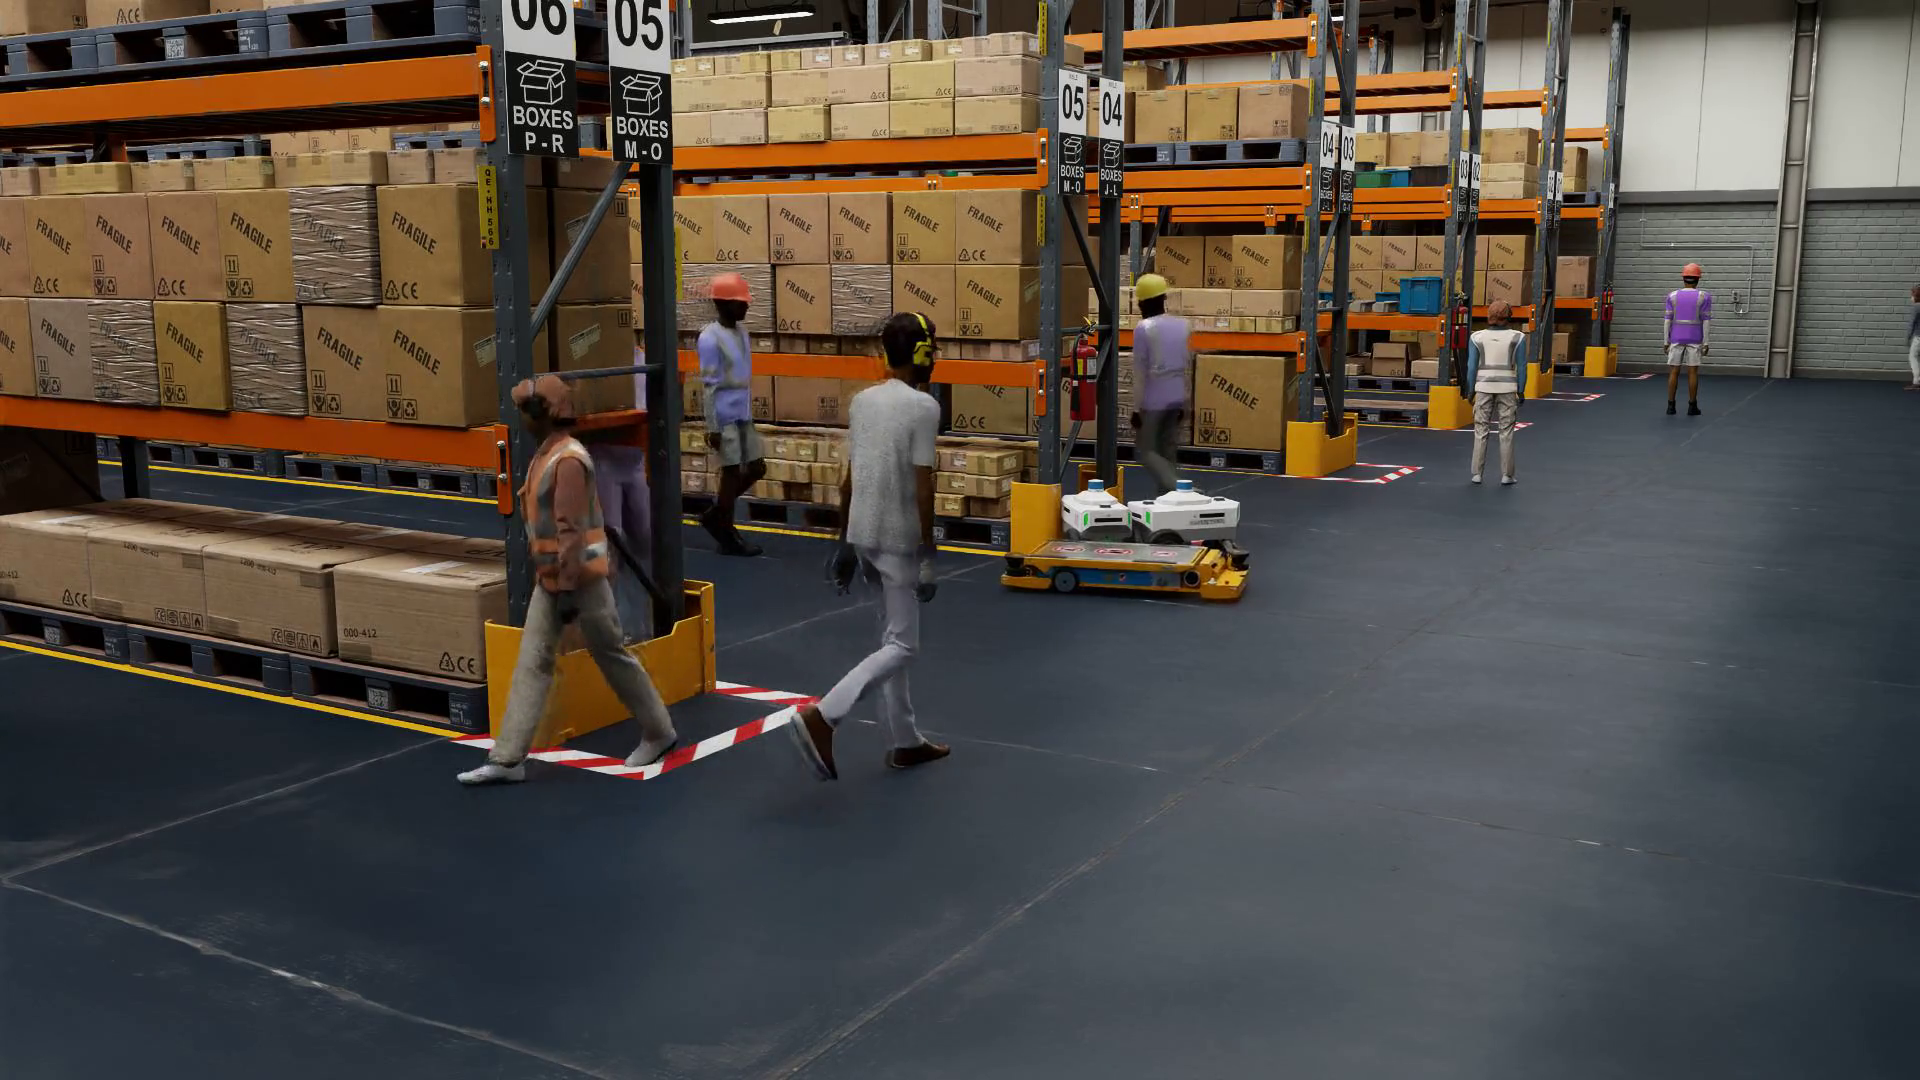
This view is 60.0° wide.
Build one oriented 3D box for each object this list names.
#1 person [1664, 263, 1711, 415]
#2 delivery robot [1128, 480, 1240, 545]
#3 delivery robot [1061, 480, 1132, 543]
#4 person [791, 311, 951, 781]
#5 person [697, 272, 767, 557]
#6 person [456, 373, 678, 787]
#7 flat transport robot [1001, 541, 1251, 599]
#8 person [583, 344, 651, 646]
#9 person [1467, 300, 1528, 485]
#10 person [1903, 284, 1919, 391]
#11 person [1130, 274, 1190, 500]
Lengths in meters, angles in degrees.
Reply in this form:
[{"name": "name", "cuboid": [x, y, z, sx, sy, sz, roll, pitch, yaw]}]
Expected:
[{"name": "person", "cuboid": [9.310, -2.563, 21.296, 0.552, 1.933, 0.372, 6, 12, 33]}, {"name": "delivery robot", "cuboid": [1.474, -0.152, 10.944, 0.707, 0.478, 0.477, -3, 10, -19]}, {"name": "delivery robot", "cuboid": [0.893, -0.155, 10.964, 0.477, 0.478, 0.707, -1, 10, -9]}, {"name": "person", "cuboid": [-0.336, 0.040, 6.400, 0.746, 1.831, 0.537, -9, 13, -42]}, {"name": "person", "cuboid": [-1.556, -0.837, 11.220, 0.445, 1.923, 0.580, 4, 10, 22]}, {"name": "person", "cuboid": [-1.503, 0.149, 6.453, 0.874, 1.586, 0.543, -6, 11, -30]}, {"name": "flat transport robot", "cuboid": [1.024, 0.167, 10.182, 1.431, 0.197, 0.652, 3, 10, 16]}, {"name": "person", "cuboid": [-1.840, -0.376, 8.638, 0.517, 1.893, 0.649, 6, 11, 31]}, {"name": "person", "cuboid": [4.765, -1.302, 14.778, 0.511, 1.641, 0.307, 4, 11, 23]}, {"name": "person", "cuboid": [14.603, -3.066, 25.207, 0.608, 1.611, 0.309, -3, 10, -16]}, {"name": "person", "cuboid": [1.542, -1.052, 12.562, 0.606, 1.901, 0.552, -8, 12, -38]}]
